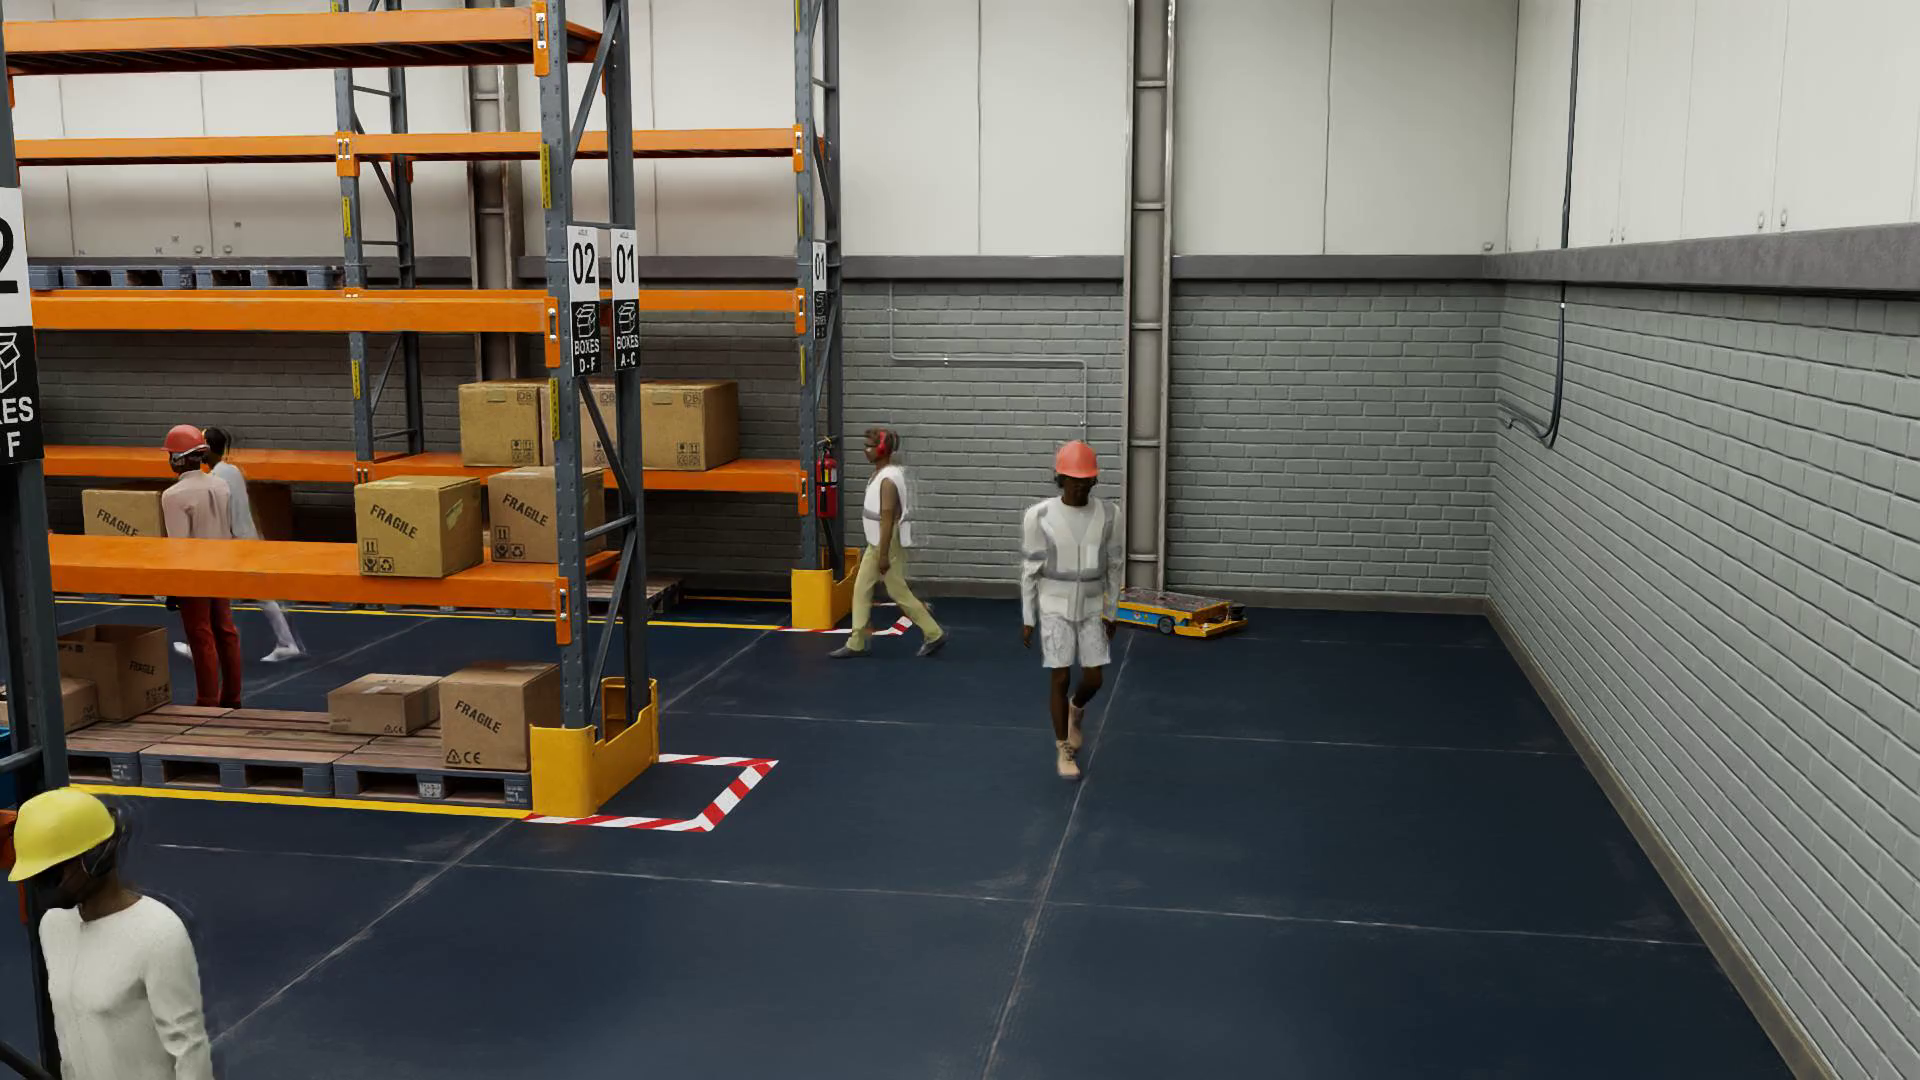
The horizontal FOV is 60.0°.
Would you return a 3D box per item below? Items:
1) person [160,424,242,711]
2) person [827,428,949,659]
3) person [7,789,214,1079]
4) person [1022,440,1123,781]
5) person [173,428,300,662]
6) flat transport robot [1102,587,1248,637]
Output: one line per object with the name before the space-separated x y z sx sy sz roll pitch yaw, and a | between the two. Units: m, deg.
person | -5.024 0.235 10.966 0.392 1.995 0.612 2 9 11
person | -0.540 0.033 12.806 0.912 1.810 0.579 -2 9 -11
person | -2.051 1.443 4.319 0.566 1.730 0.655 5 10 26
person | 0.651 0.399 9.886 0.627 2.024 0.601 -2 9 -10
person | -5.552 0.058 12.641 0.996 1.813 0.555 0 9 2
flat transport robot | 1.660 0.587 14.114 1.431 0.197 0.652 8 12 40
